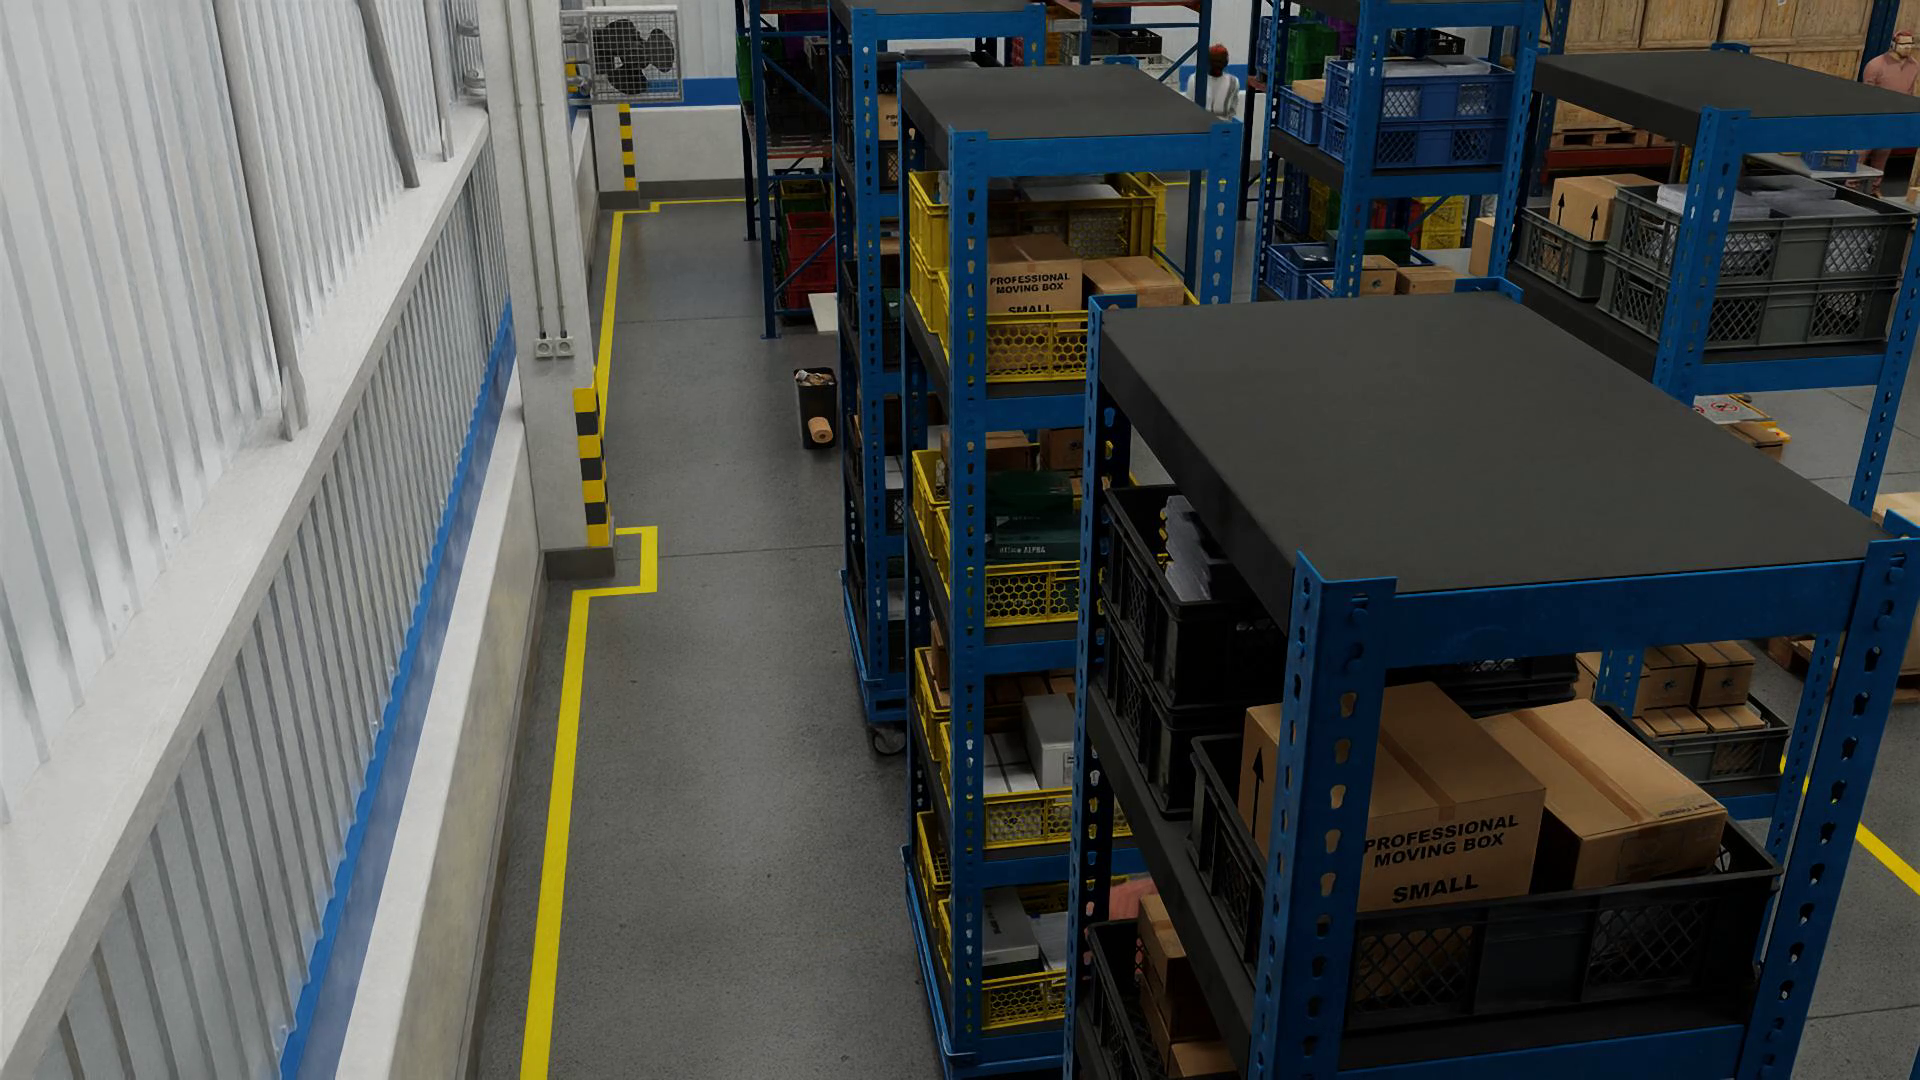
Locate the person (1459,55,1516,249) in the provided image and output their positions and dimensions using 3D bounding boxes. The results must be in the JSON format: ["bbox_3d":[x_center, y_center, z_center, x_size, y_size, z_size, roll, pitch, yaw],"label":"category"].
[{"bbox_3d":[5.367,-3.913,16.797,0.627,1.935,0.371,-4,25,-8],"label":"person"}]

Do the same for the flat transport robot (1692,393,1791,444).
[{"bbox_3d":[5.224,-0.859,12.132,1.431,0.197,0.652,-4,25,-8],"label":"flat transport robot"}]

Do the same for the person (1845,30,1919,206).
[{"bbox_3d":[10.304,-4.698,18.536,0.636,1.909,0.404,-4,25,-8],"label":"person"}]

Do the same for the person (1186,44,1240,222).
[{"bbox_3d":[2.693,-4.415,17.979,0.598,1.866,0.647,1,25,3],"label":"person"}]

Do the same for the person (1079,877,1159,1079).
[{"bbox_3d":[0.619,1.568,4.820,0.608,1.987,0.391,-4,25,-8],"label":"person"}]
